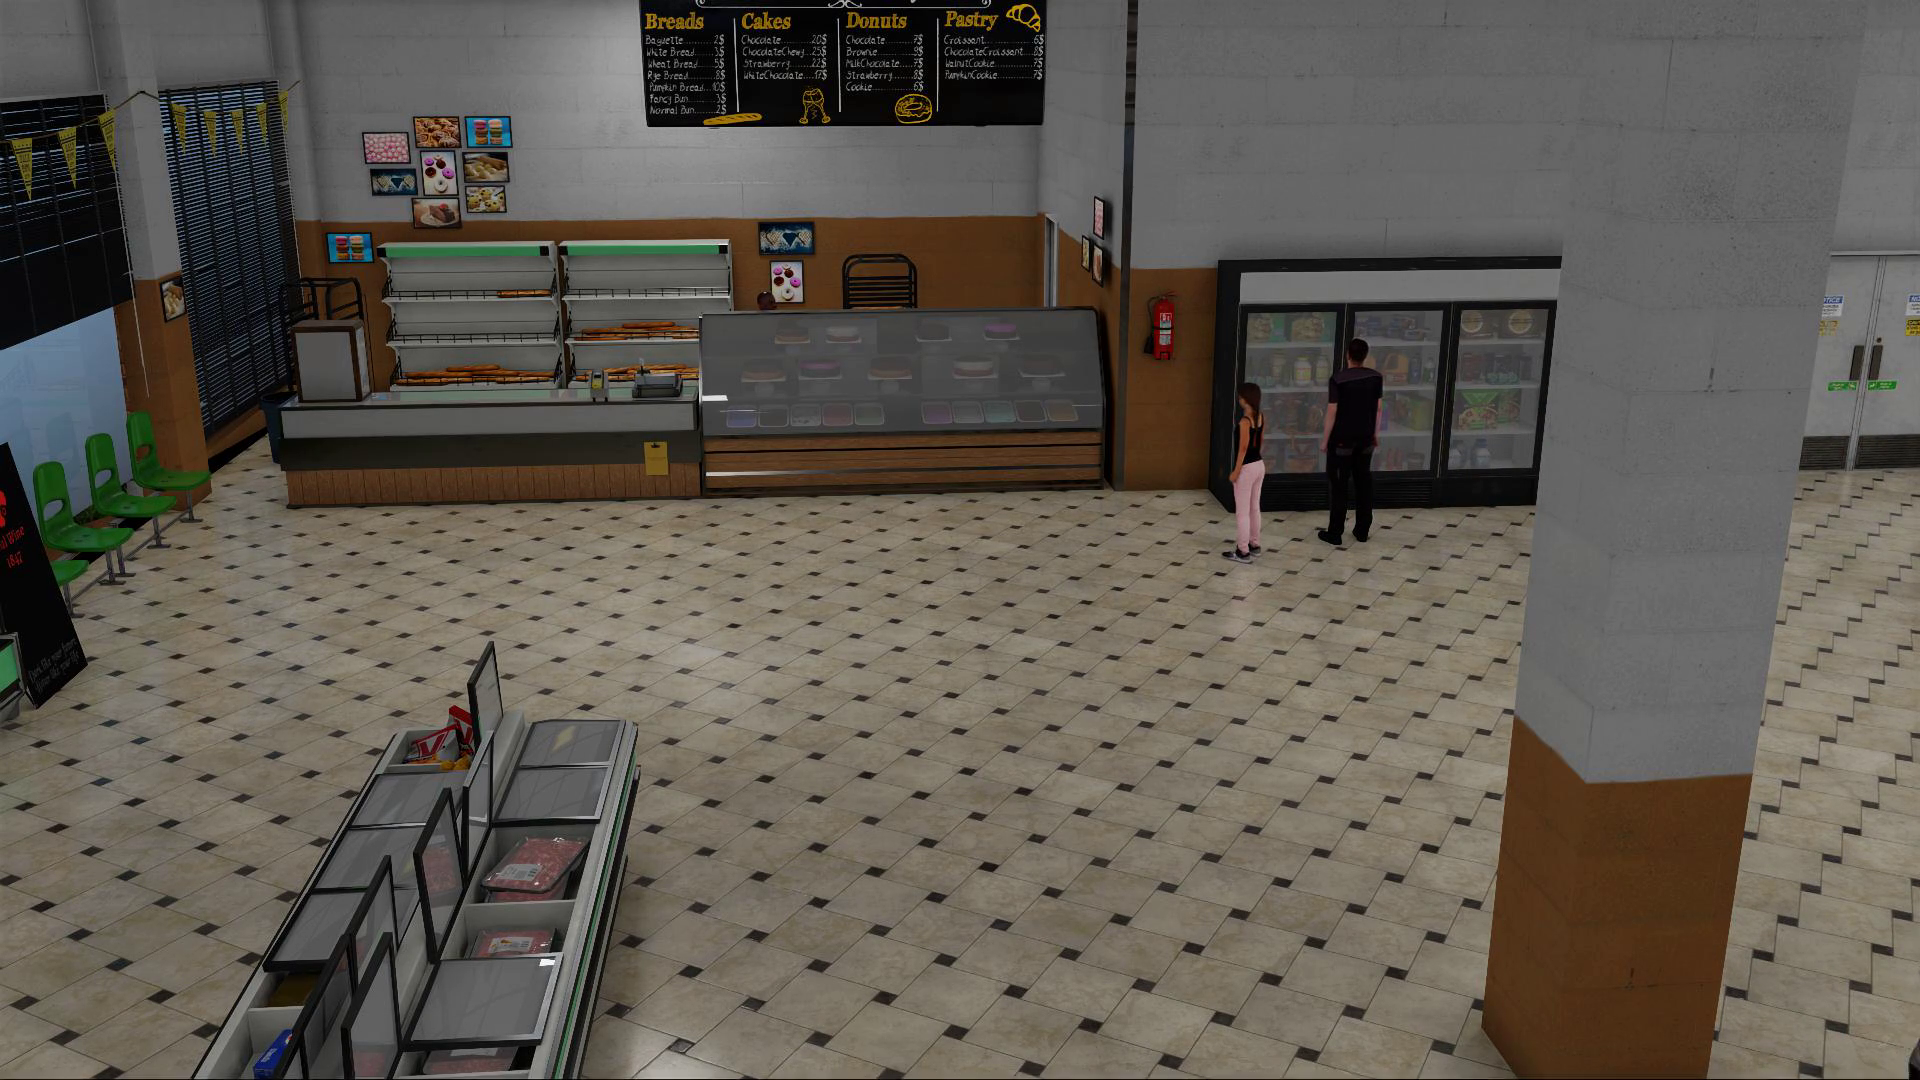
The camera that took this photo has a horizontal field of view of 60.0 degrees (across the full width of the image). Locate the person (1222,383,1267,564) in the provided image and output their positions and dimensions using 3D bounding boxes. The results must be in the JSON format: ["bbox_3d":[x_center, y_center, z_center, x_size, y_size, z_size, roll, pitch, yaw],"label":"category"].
[{"bbox_3d":[2.496,-0.592,14.359,0.681,1.564,0.624,14,22,39],"label":"person"}]

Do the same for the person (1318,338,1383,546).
[{"bbox_3d":[3.487,-0.882,14.830,0.768,1.845,0.656,-5,18,-15],"label":"person"}]
